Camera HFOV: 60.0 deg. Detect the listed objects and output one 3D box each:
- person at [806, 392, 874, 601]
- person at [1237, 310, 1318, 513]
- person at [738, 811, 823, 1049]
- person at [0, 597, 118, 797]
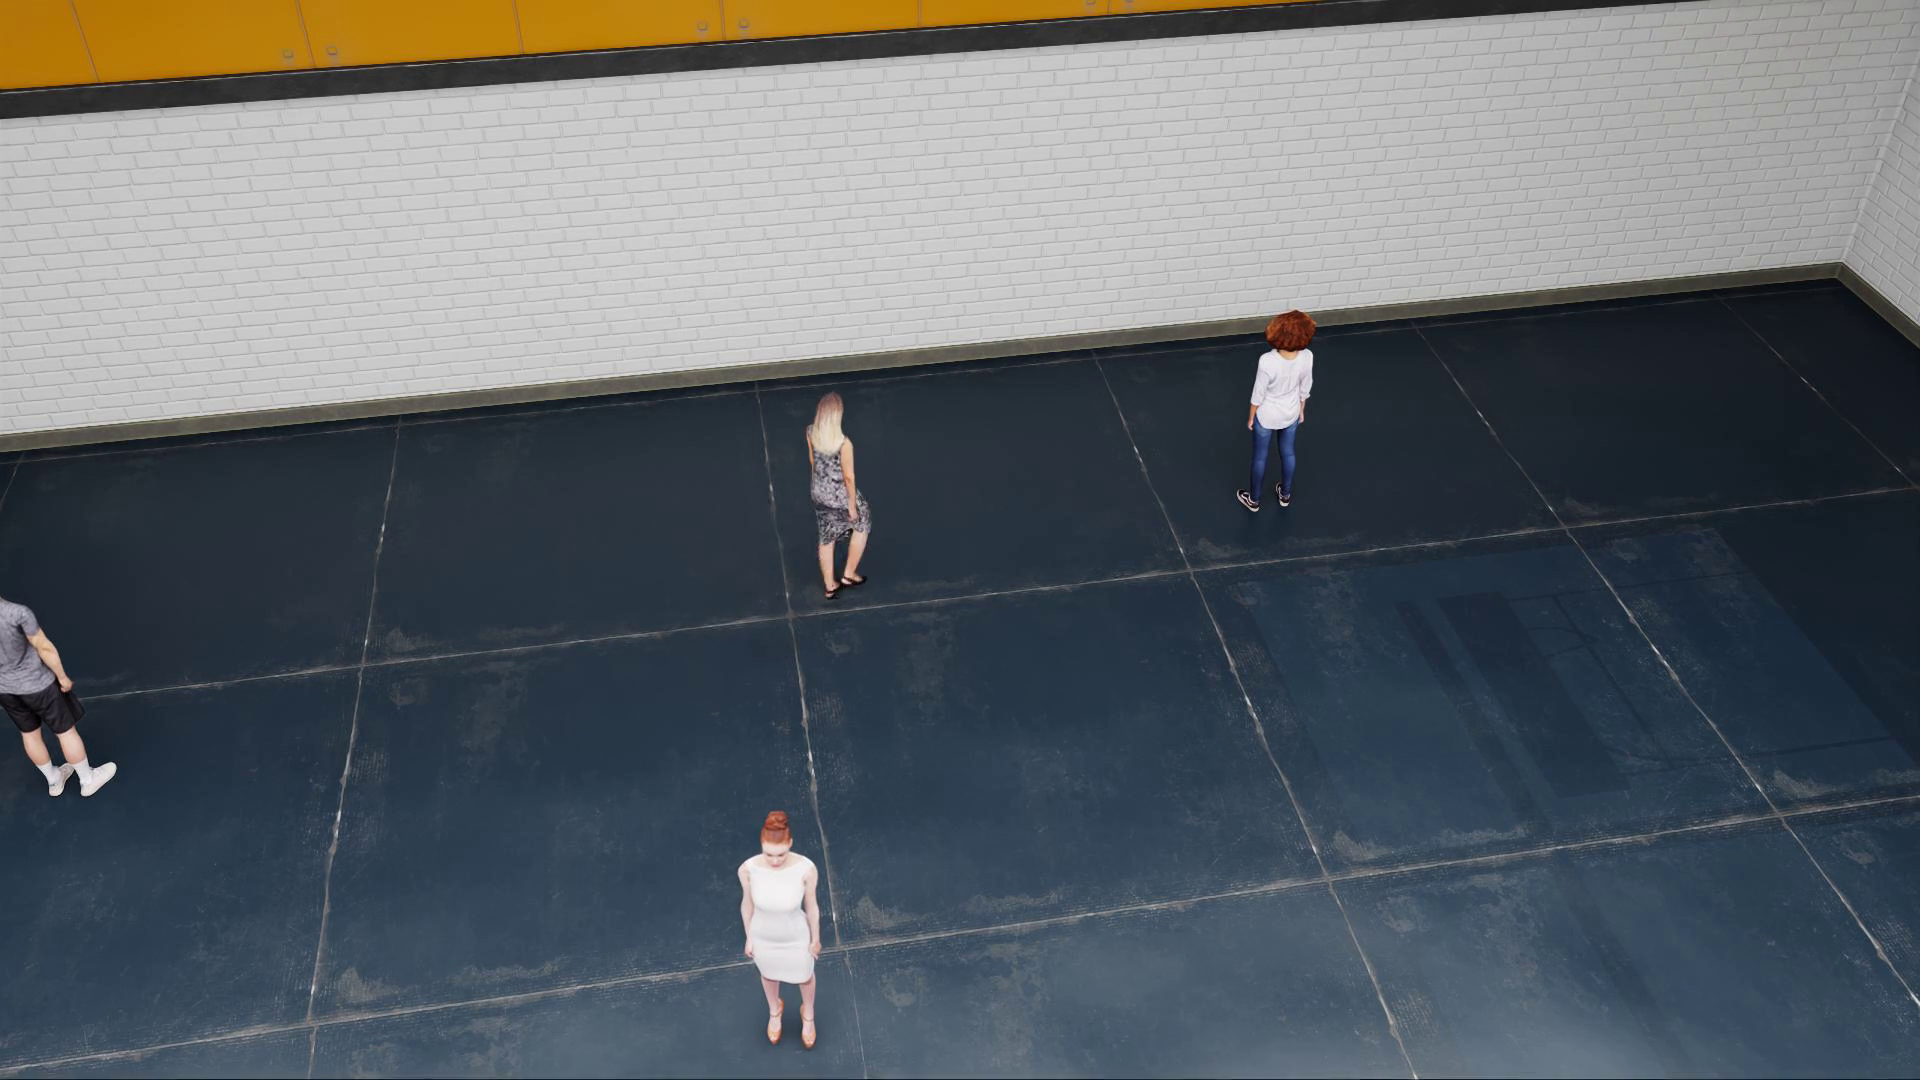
[{"bbox_3d":[-0.940,-0.242,11.687,0.751,1.688,0.810,23,44,26],"label":"person"},{"bbox_3d":[2.411,-0.976,12.587,0.635,1.712,0.606,-8,39,-10],"label":"person"},{"bbox_3d":[-0.926,2.058,8.722,0.595,1.794,0.552,1,39,2],"label":"person"},{"bbox_3d":[-5.734,0.853,10.168,0.708,1.873,0.653,3,39,4],"label":"person"}]
